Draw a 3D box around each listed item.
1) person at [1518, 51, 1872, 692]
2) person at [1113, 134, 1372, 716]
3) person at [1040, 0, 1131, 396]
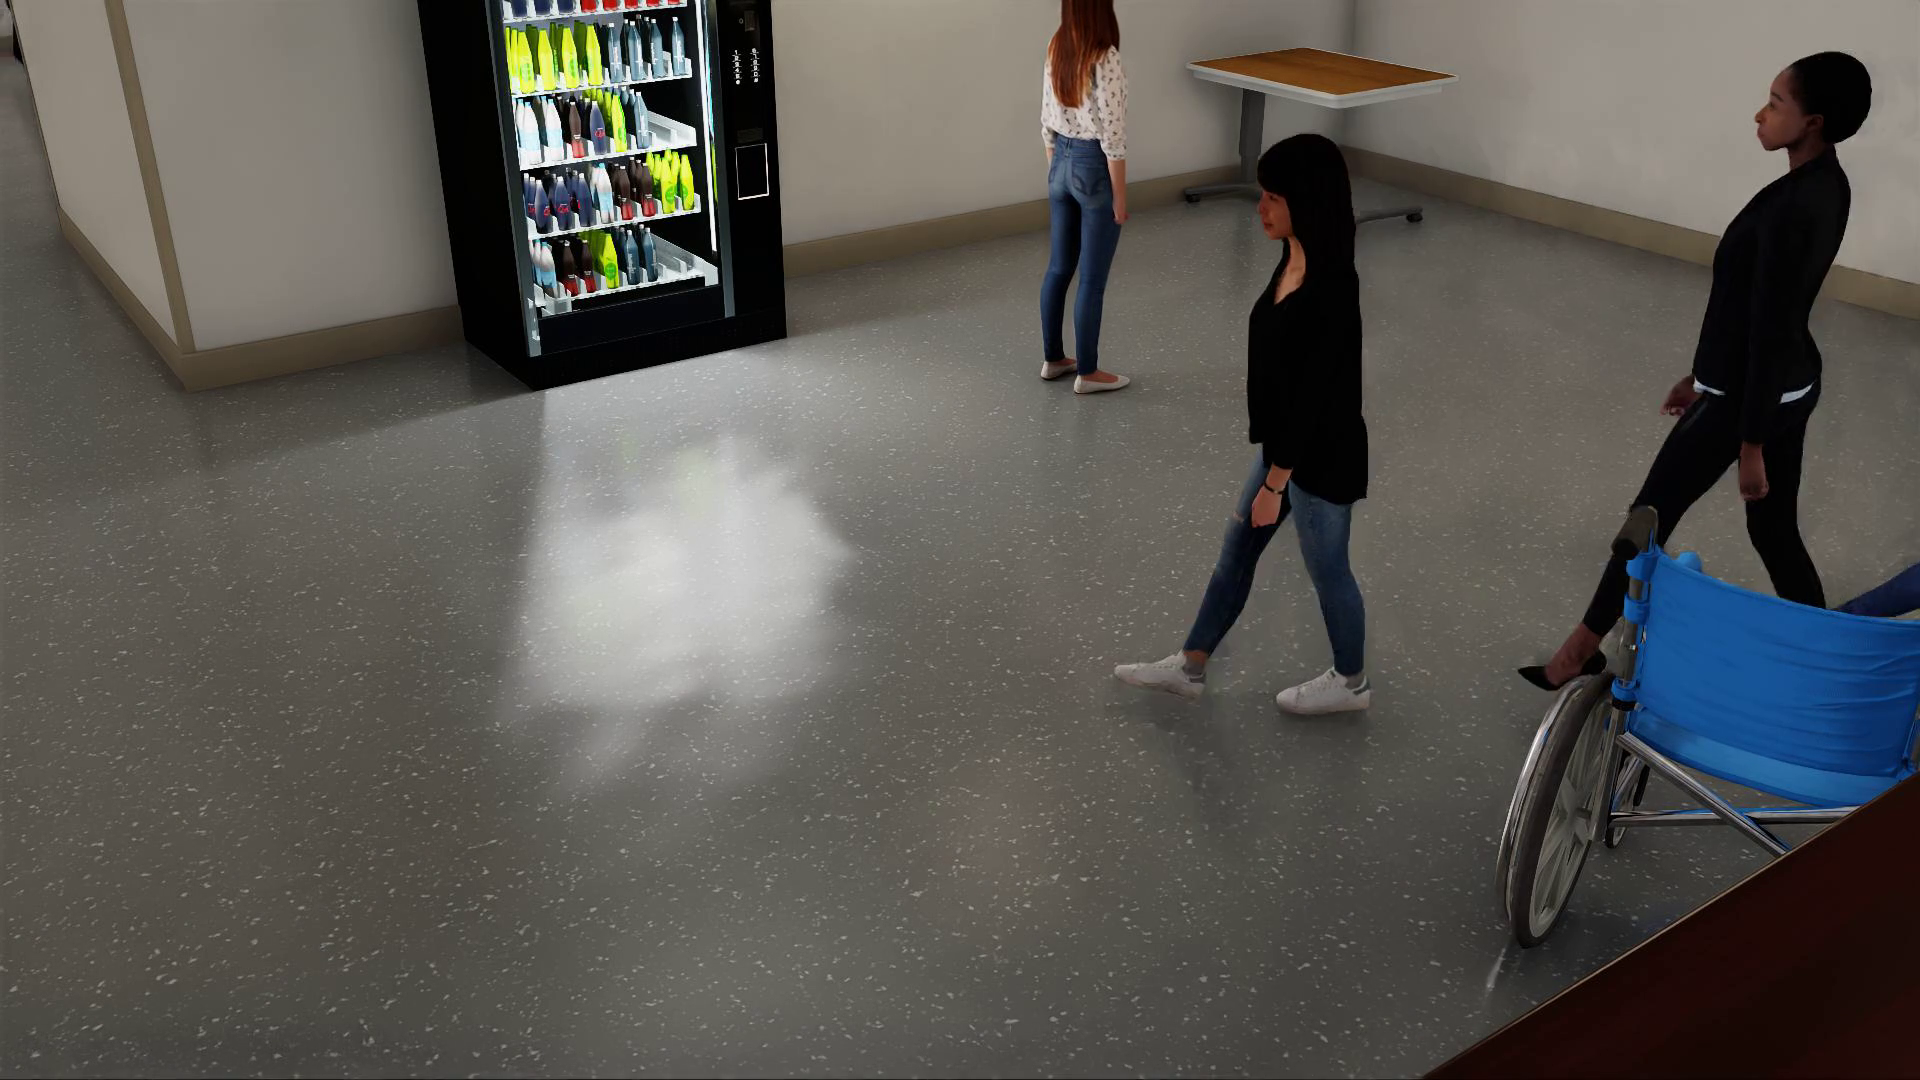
[{"bbox_3d":[2.053,-0.250,4.142,0.798,1.788,1.057,22,34,38],"label":"person"},{"bbox_3d":[0.978,-0.231,4.300,1.032,1.616,0.854,-2,26,-5],"label":"person"},{"bbox_3d":[0.499,-1.459,6.718,0.491,1.728,0.583,-18,31,-33],"label":"person"}]
